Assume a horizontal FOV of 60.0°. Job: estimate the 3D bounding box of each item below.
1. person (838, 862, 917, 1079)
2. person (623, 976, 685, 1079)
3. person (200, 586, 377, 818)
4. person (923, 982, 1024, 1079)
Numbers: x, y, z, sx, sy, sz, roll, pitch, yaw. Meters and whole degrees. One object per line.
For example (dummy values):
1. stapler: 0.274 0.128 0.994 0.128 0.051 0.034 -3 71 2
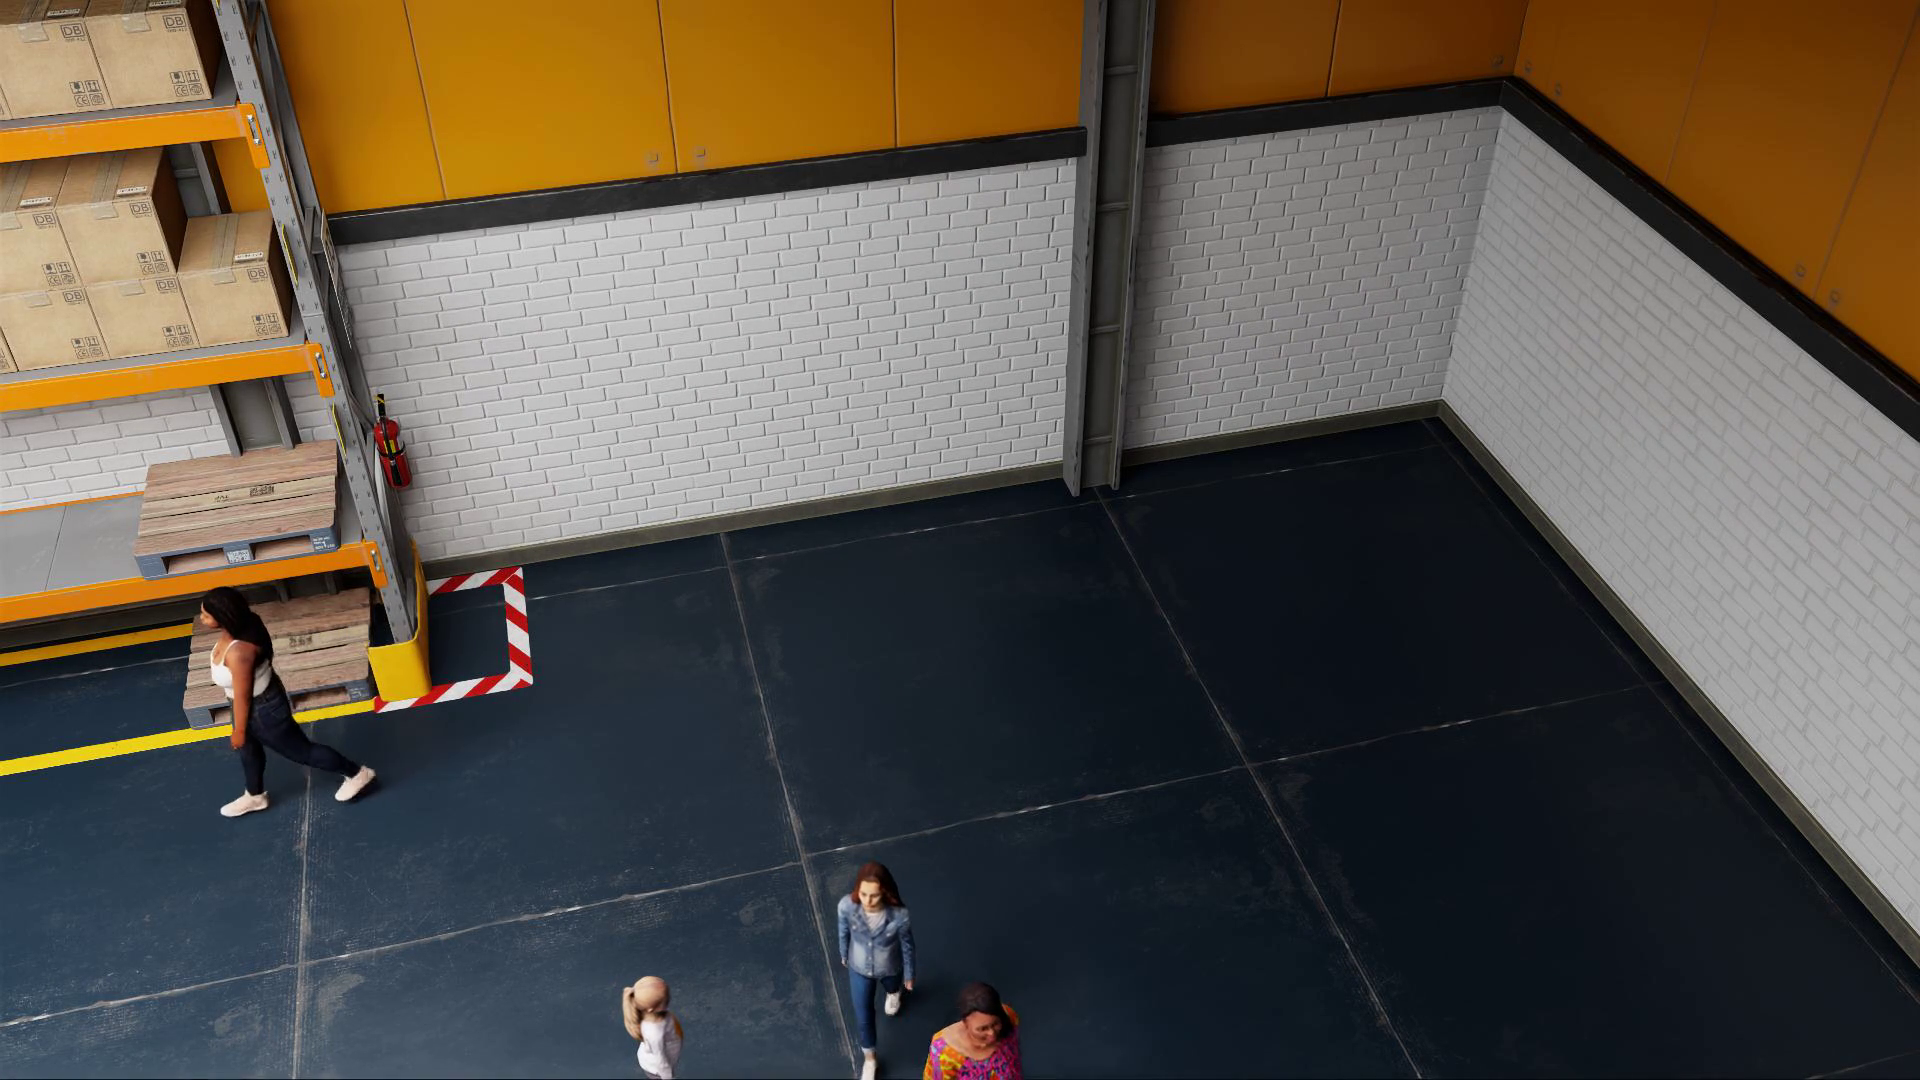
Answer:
1. person: -0.425 2.217 8.935 0.991 1.455 0.872 4 39 5
2. person: -1.549 2.659 8.525 0.486 1.277 0.478 -11 40 -13
3. person: -4.166 1.003 10.200 1.218 1.774 0.766 -16 41 -19
4. person: 0.072 2.689 8.172 0.958 1.670 0.864 -21 43 -24
